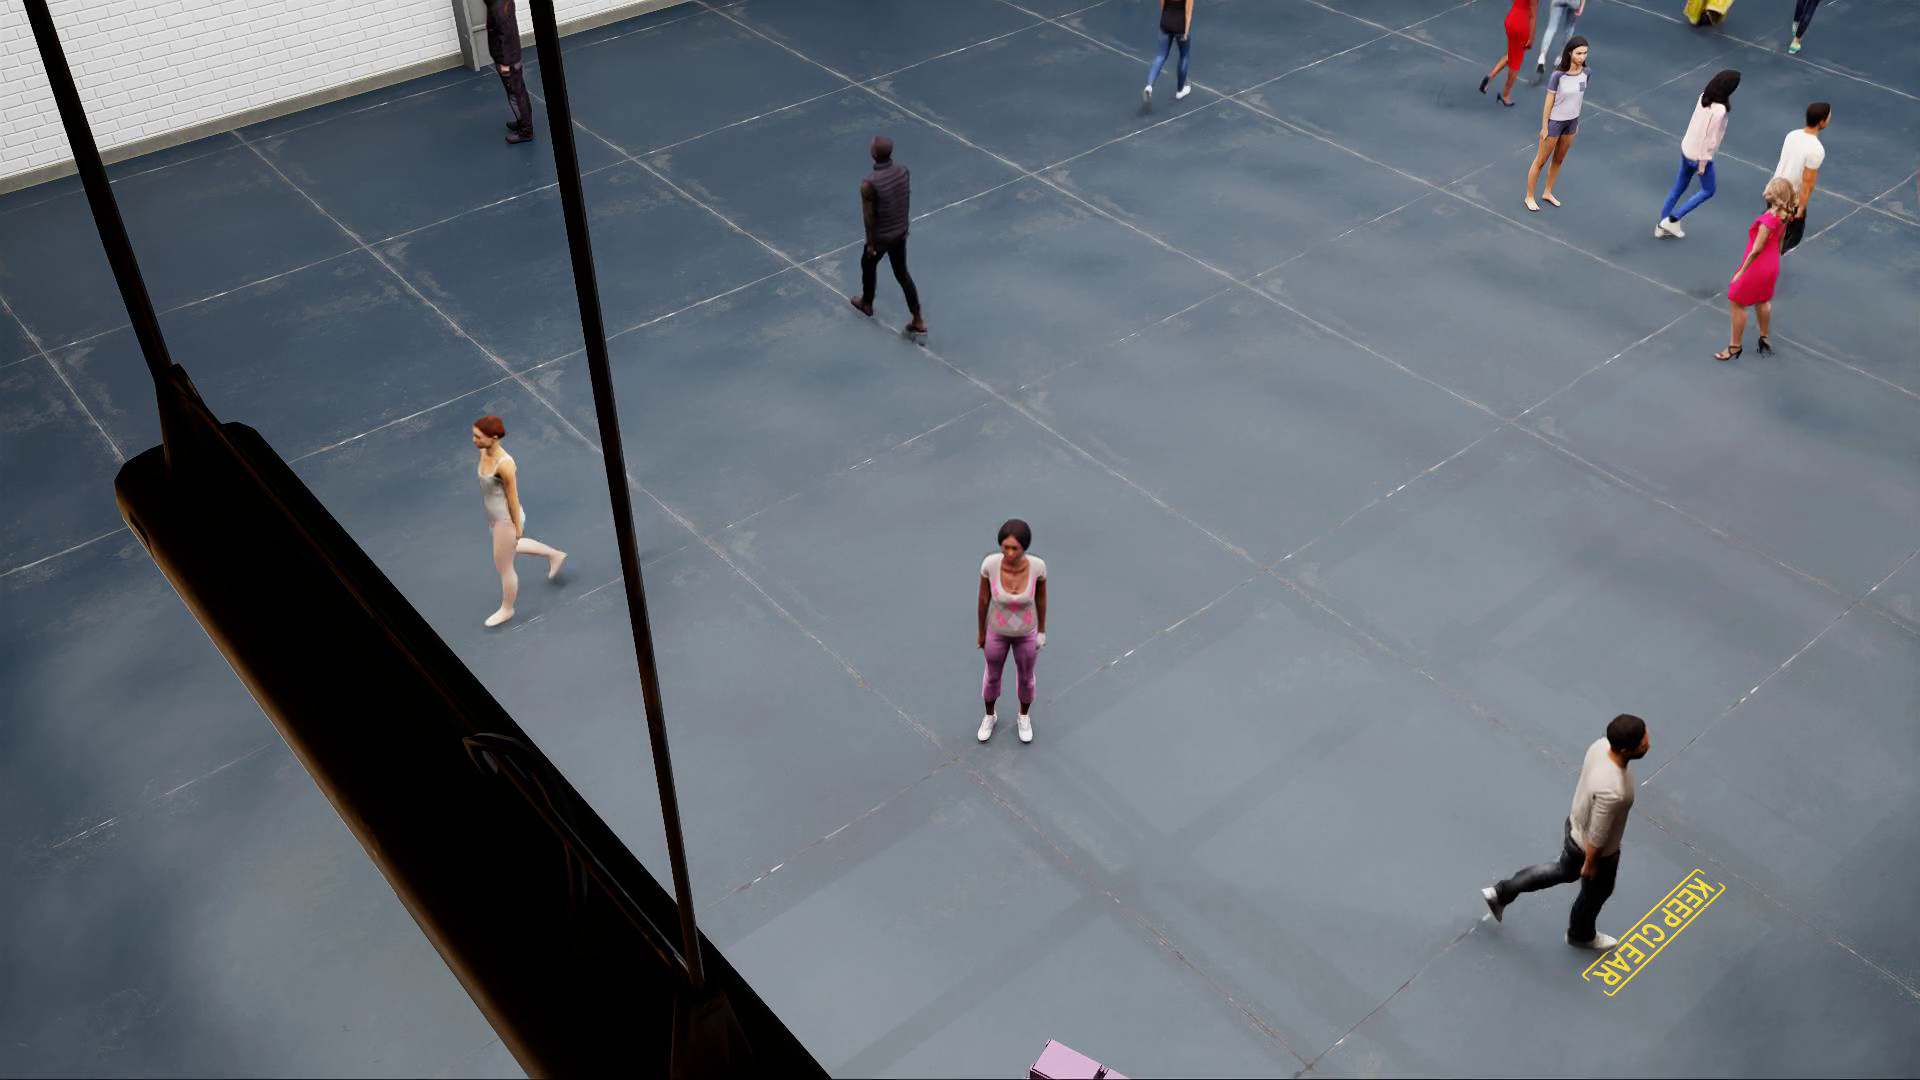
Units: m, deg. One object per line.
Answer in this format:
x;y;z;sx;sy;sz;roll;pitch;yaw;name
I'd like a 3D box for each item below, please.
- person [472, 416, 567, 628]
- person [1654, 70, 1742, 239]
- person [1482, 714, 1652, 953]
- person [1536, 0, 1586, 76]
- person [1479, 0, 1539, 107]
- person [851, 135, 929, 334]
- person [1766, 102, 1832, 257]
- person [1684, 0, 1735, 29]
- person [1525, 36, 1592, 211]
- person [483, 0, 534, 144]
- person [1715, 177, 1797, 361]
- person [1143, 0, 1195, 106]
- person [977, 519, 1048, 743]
-3.094;-0.190;11.534;0.946;1.623;0.573;-26;45;-29;person
6.895;-3.611;15.720;0.859;1.745;0.827;-3;39;-4;person
3.385;1.611;9.145;1.097;1.790;1.077;7;39;9;person
6.868;-6.103;18.895;0.801;1.678;1.120;23;44;26;person
6.022;-5.562;18.174;0.840;1.731;0.753;-8;39;-10;person
-0.569;-2.601;14.416;1.127;1.795;0.811;-30;48;-32;person
7.386;-3.080;15.019;0.849;1.790;0.795;-8;39;-10;person
9.174;-6.906;19.927;0.889;1.645;0.989;20;43;24;person
5.895;-4.103;16.345;0.566;1.734;0.708;-12;40;-15;person
-4.764;-5.121;17.536;0.781;1.838;0.803;-6;39;-7;person
6.823;-2.285;14.102;0.546;1.692;0.802;-21;43;-24;person
2.311;-5.595;18.241;0.769;1.699;1.052;22;44;25;person
0.329;0.578;10.478;0.649;1.741;0.717;2;39;2;person
